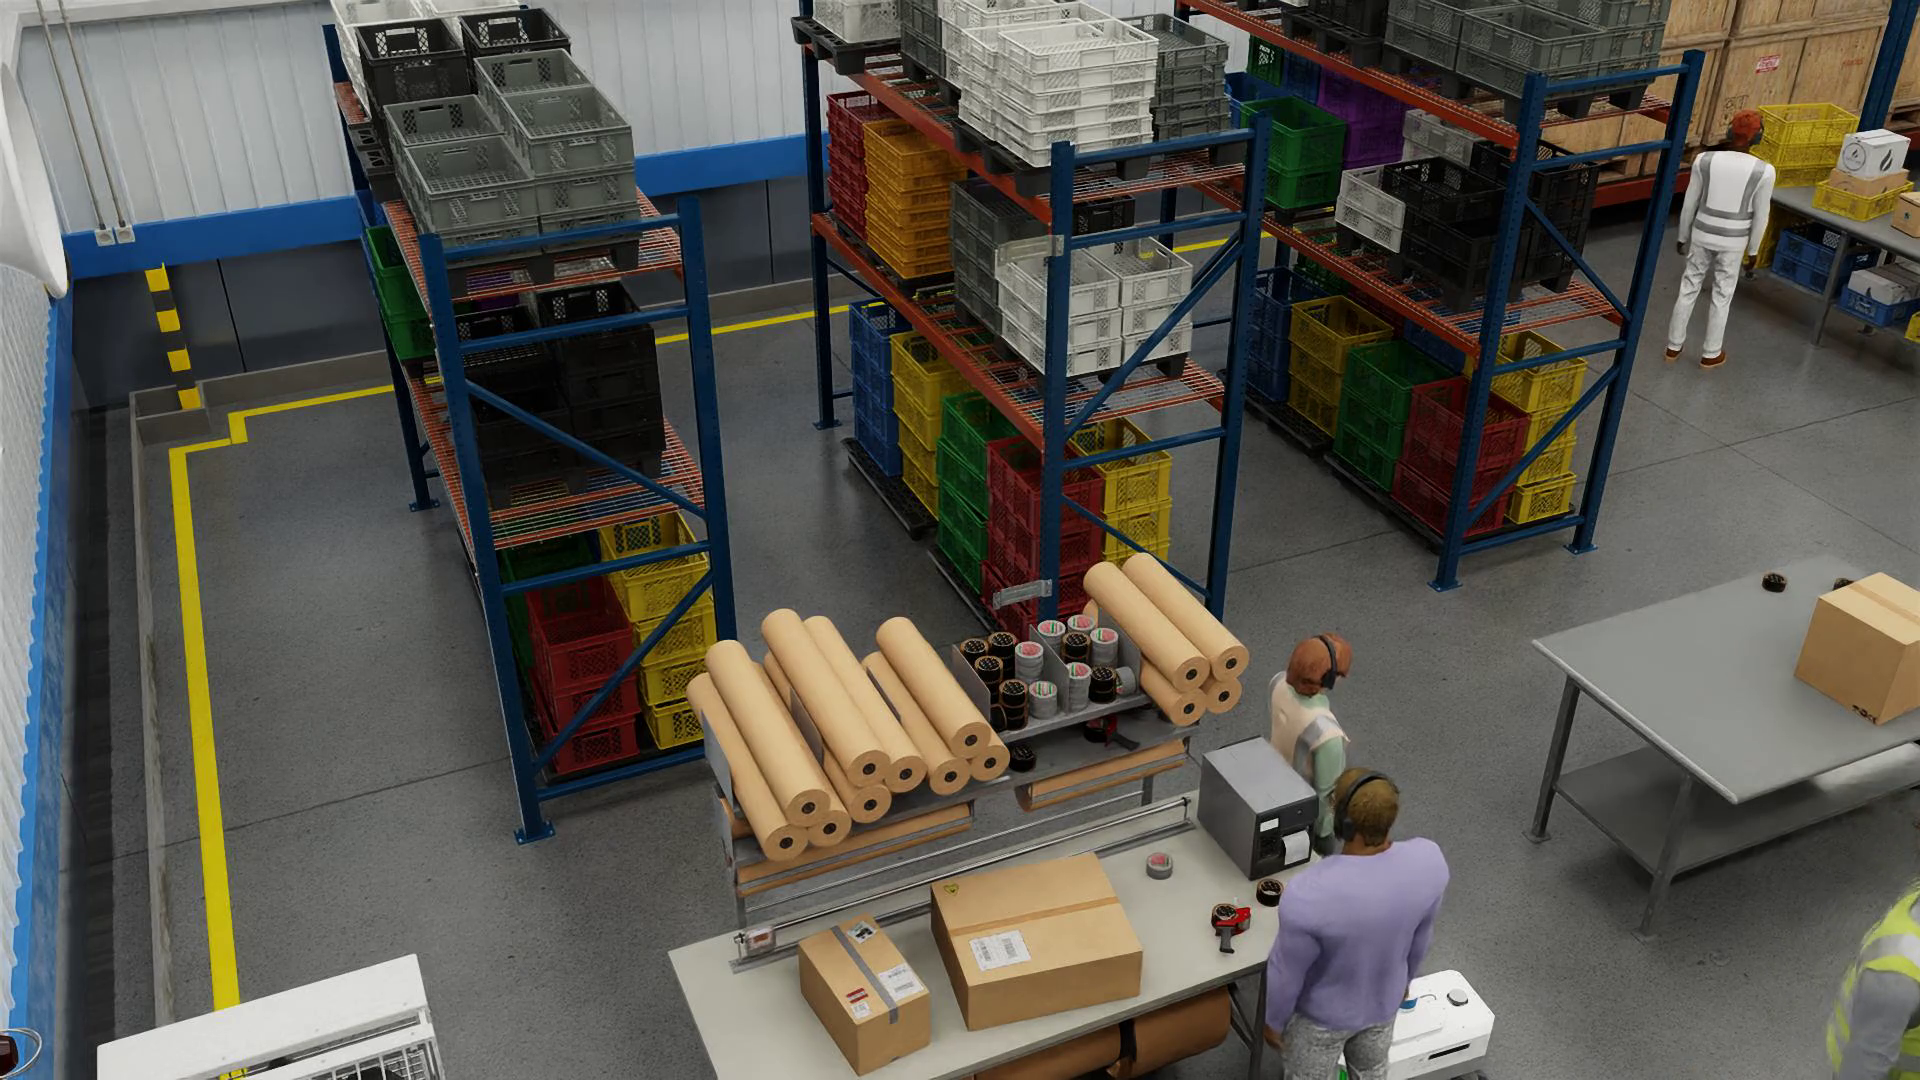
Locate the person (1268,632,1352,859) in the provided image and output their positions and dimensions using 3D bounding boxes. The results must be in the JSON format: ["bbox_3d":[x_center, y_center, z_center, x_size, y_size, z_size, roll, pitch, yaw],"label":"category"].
[{"bbox_3d":[1.403,1.084,6.895,0.333,1.631,0.516,-9,33,-14],"label":"person"}]

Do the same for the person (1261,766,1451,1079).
[{"bbox_3d":[1.336,1.592,5.794,0.627,1.930,0.371,-11,33,-17],"label":"person"}]

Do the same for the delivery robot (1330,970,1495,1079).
[{"bbox_3d":[1.702,1.920,6.471,0.707,0.478,0.477,-10,33,-16],"label":"delivery robot"}]

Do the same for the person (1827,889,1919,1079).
[{"bbox_3d":[3.164,1.776,5.584,0.487,1.833,0.634,27,41,37],"label":"person"}]

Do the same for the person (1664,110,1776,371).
[{"bbox_3d":[5.420,-2.133,11.879,0.573,1.887,0.355,22,38,31],"label":"person"}]
